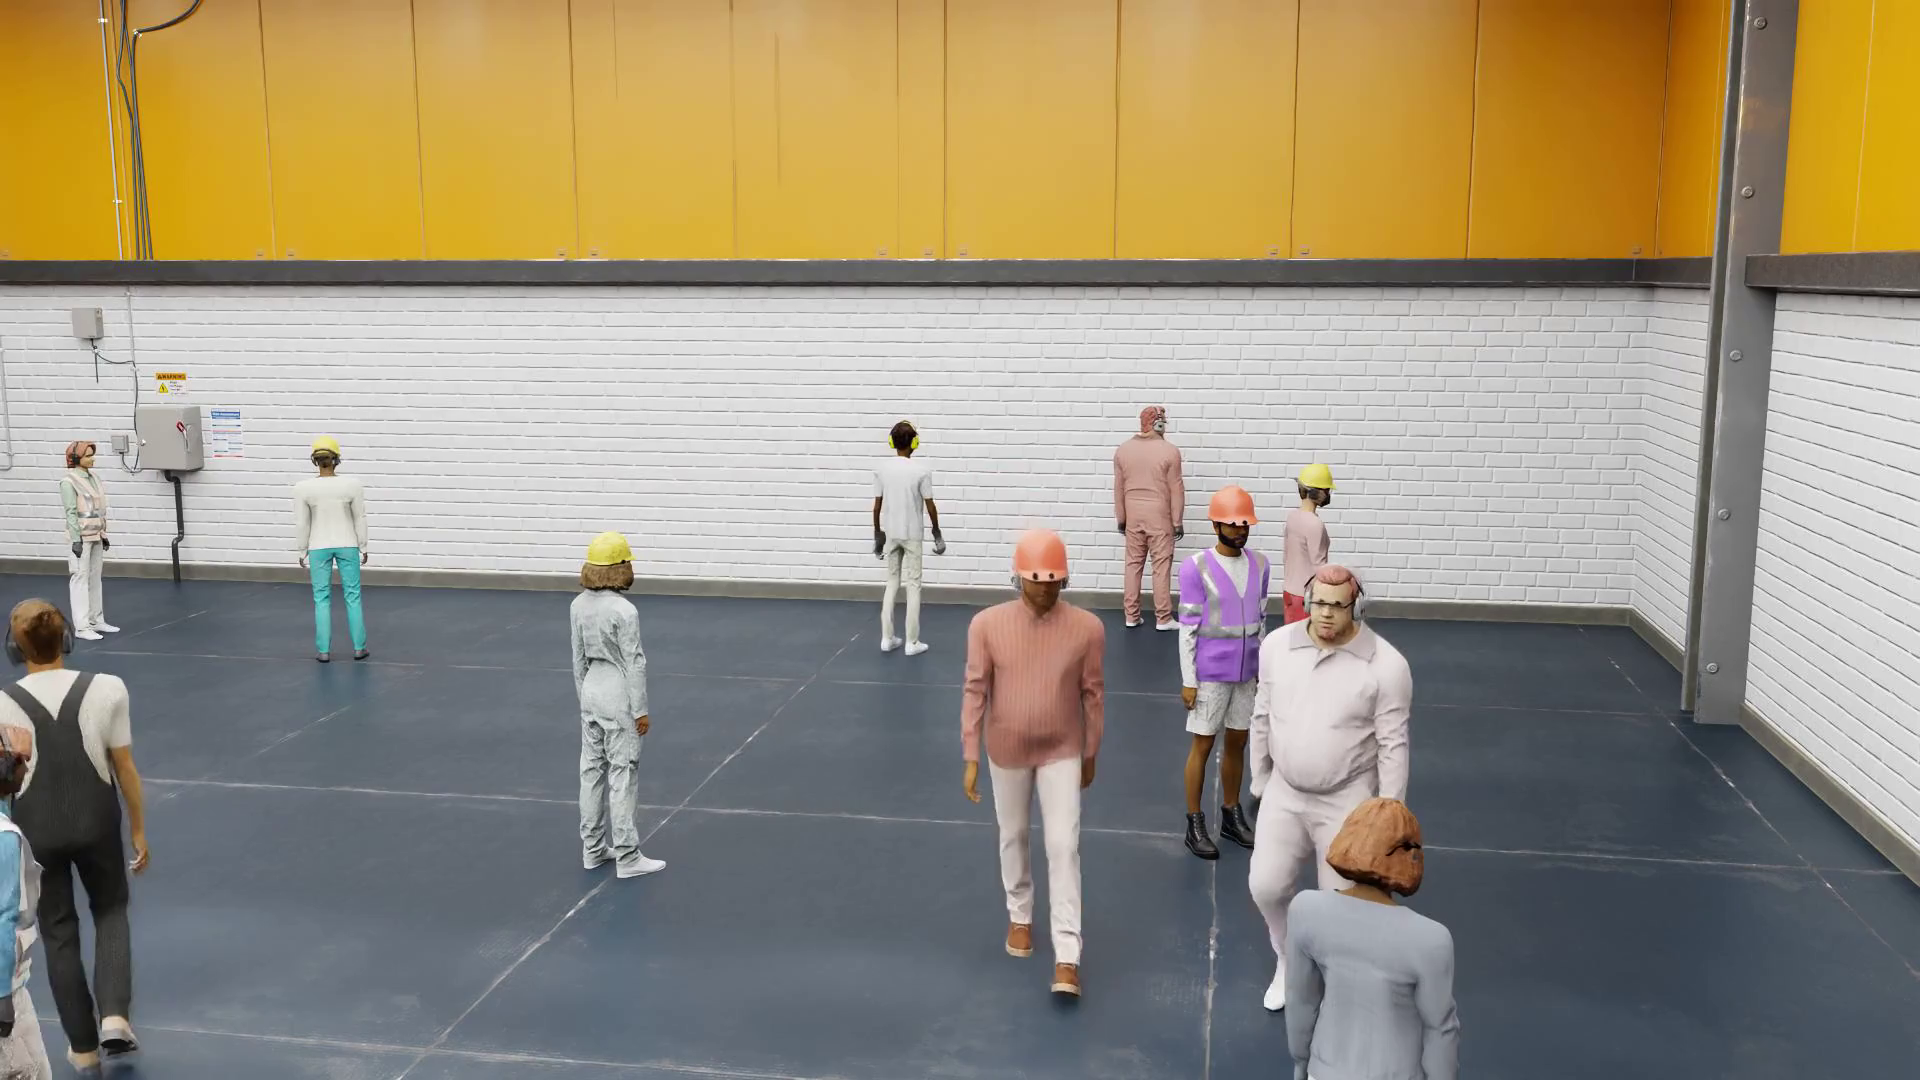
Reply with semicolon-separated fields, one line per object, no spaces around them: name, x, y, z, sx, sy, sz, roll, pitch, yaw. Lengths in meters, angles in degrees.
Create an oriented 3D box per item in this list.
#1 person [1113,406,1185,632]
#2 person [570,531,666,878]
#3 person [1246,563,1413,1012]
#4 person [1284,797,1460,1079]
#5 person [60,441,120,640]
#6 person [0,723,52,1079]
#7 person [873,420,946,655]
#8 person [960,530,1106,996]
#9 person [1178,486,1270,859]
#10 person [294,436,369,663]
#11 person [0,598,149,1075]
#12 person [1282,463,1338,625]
person;1.617;-0.180;14.037;0.637;1.904;0.403;7;11;35
person;-1.739;0.820;8.356;0.486;1.744;0.294;7;12;37
person;1.446;1.022;6.617;0.680;1.893;0.419;6;11;32
person;1.116;1.495;4.529;0.498;1.633;0.278;8;12;40
person;-7.214;-0.001;13.738;0.307;1.641;0.513;0;9;-2
person;-3.092;1.392;5.208;0.538;1.612;0.480;8;12;42
person;-0.414;-0.014;13.145;0.532;1.865;0.397;4;10;26
person;0.311;0.928;7.079;0.619;1.946;0.954;0;9;3
person;1.389;0.677;8.638;0.550;1.937;0.357;-5;10;-28
person;-4.868;0.075;12.910;0.524;1.760;0.328;-3;10;-20
person;-3.347;1.117;6.243;0.530;1.828;0.404;-6;11;-31
person;2.325;0.367;11.087;0.328;1.765;0.532;-2;9;-11
